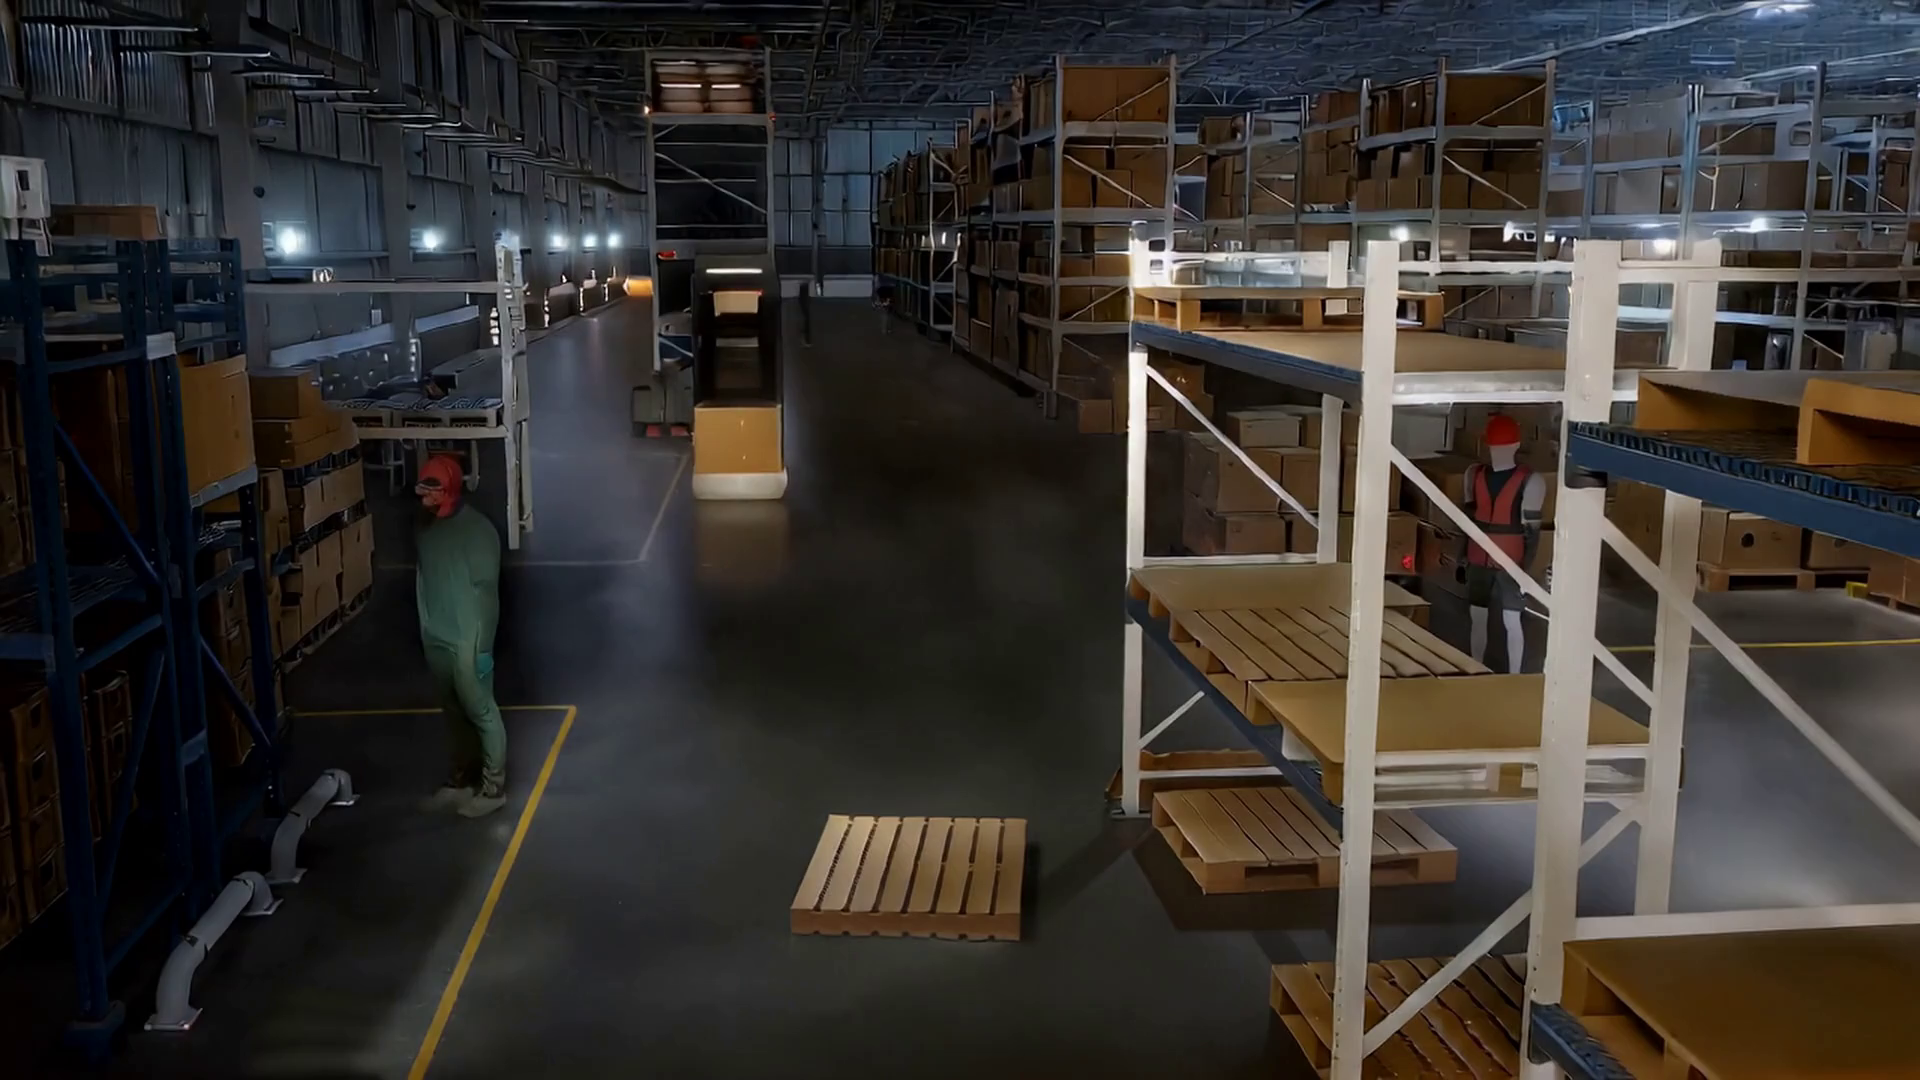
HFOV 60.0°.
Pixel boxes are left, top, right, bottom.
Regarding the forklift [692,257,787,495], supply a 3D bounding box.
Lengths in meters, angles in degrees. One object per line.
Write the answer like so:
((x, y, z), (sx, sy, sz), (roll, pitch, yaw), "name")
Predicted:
((-2.700, -2.036, 20.215), (1.129, 2.768, 1.873), (-1, 10, -6), "forklift")

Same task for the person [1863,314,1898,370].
((14.696, -2.686, 26.637), (0.329, 1.865, 0.518), (-6, 12, -28), "person")

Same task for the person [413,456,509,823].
((-2.634, 0.511, 8.741), (0.631, 1.931, 0.366), (8, 13, 37), "person")

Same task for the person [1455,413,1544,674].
((3.506, 0.127, 10.874), (0.547, 1.930, 0.390), (9, 13, 40), "person")

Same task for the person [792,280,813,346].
((-4.480, -6.460, 47.479), (0.483, 1.894, 0.648), (2, 10, 11), "person")

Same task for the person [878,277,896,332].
((-2.416, -7.747, 54.756), (0.597, 1.832, 0.468), (-1, 10, -7), "person")

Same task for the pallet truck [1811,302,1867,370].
((15.846, -3.142, 28.793), (1.885, 1.965, 0.823), (2, 10, 12), "pallet truck")
